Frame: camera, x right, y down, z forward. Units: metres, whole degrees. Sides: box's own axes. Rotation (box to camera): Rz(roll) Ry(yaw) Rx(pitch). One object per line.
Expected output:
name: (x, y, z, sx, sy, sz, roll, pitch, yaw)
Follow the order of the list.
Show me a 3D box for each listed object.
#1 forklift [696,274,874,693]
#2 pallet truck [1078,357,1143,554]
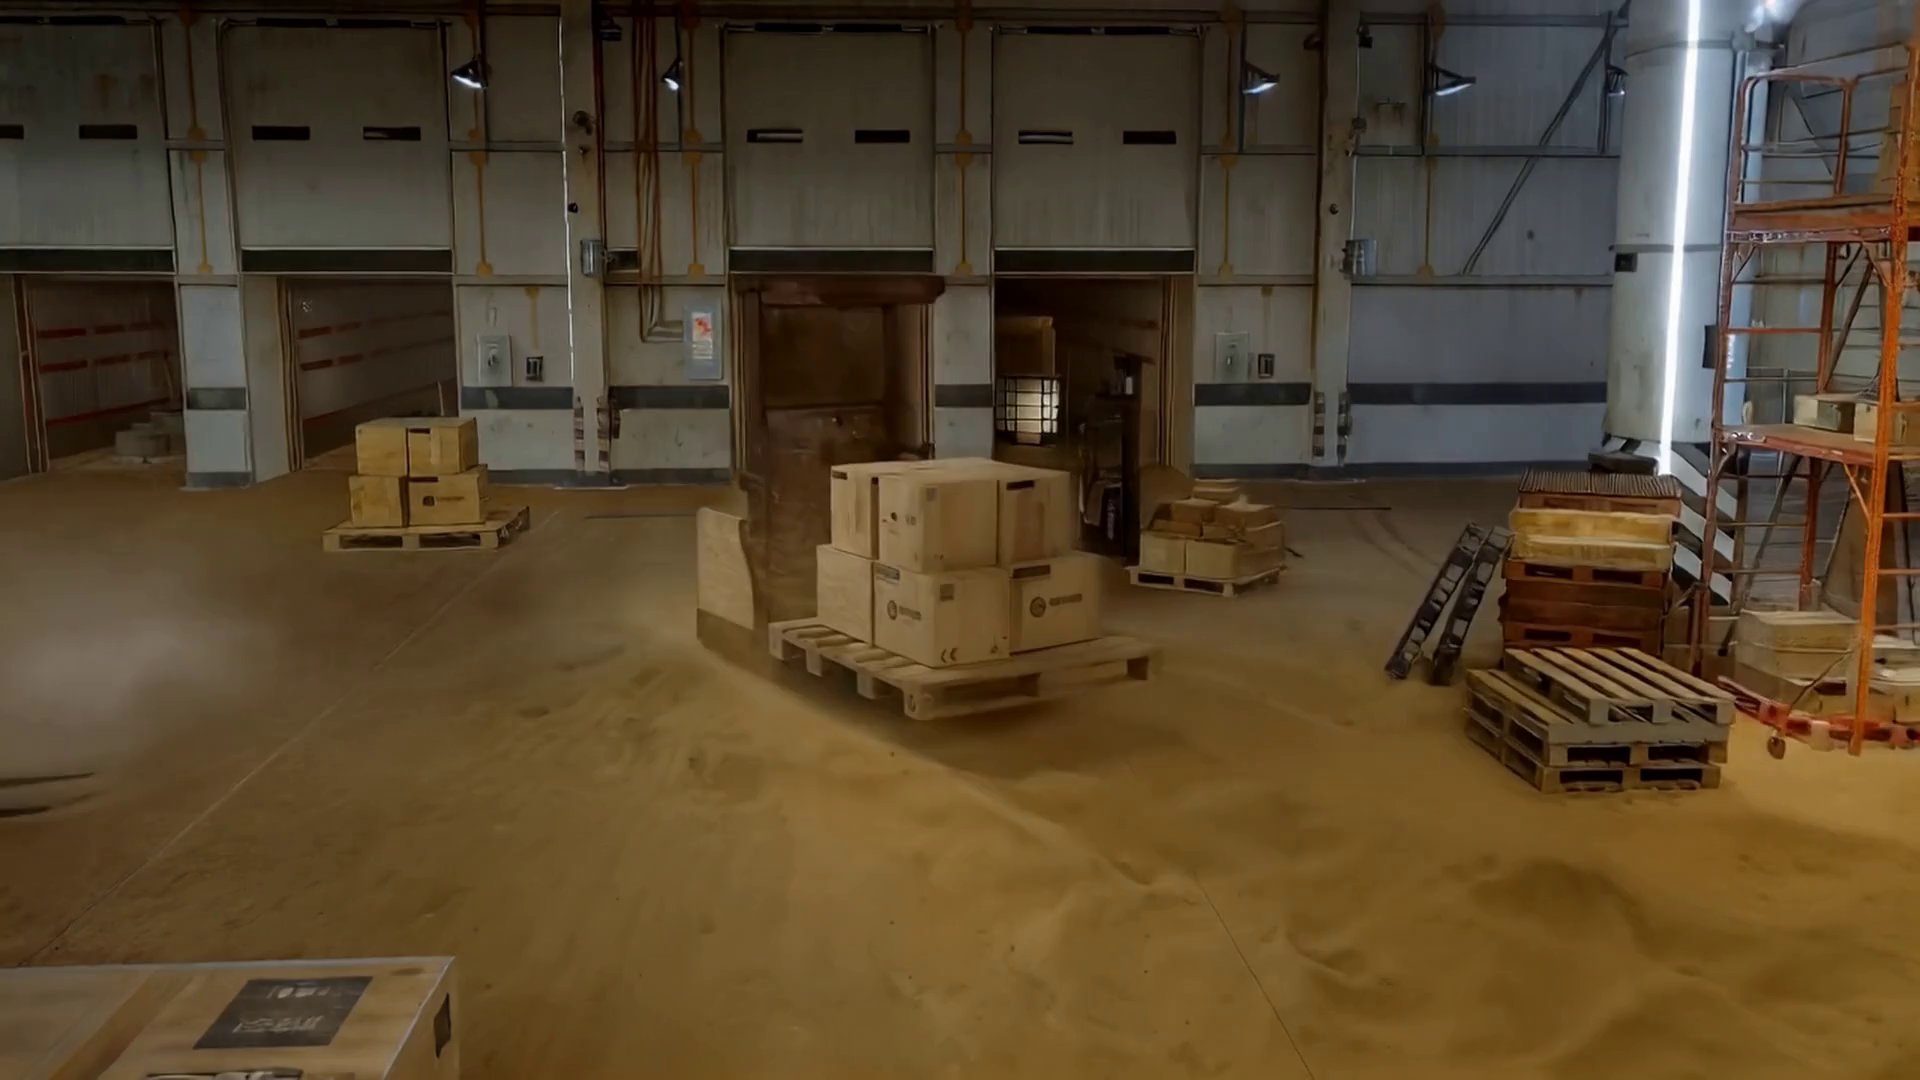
forklift: (-1.094, -0.506, 11.925, 1.129, 2.768, 1.873, -6, 11, -31)
pallet truck: (2.088, -0.836, 16.757, 1.885, 1.965, 0.823, 2, 9, 13)
